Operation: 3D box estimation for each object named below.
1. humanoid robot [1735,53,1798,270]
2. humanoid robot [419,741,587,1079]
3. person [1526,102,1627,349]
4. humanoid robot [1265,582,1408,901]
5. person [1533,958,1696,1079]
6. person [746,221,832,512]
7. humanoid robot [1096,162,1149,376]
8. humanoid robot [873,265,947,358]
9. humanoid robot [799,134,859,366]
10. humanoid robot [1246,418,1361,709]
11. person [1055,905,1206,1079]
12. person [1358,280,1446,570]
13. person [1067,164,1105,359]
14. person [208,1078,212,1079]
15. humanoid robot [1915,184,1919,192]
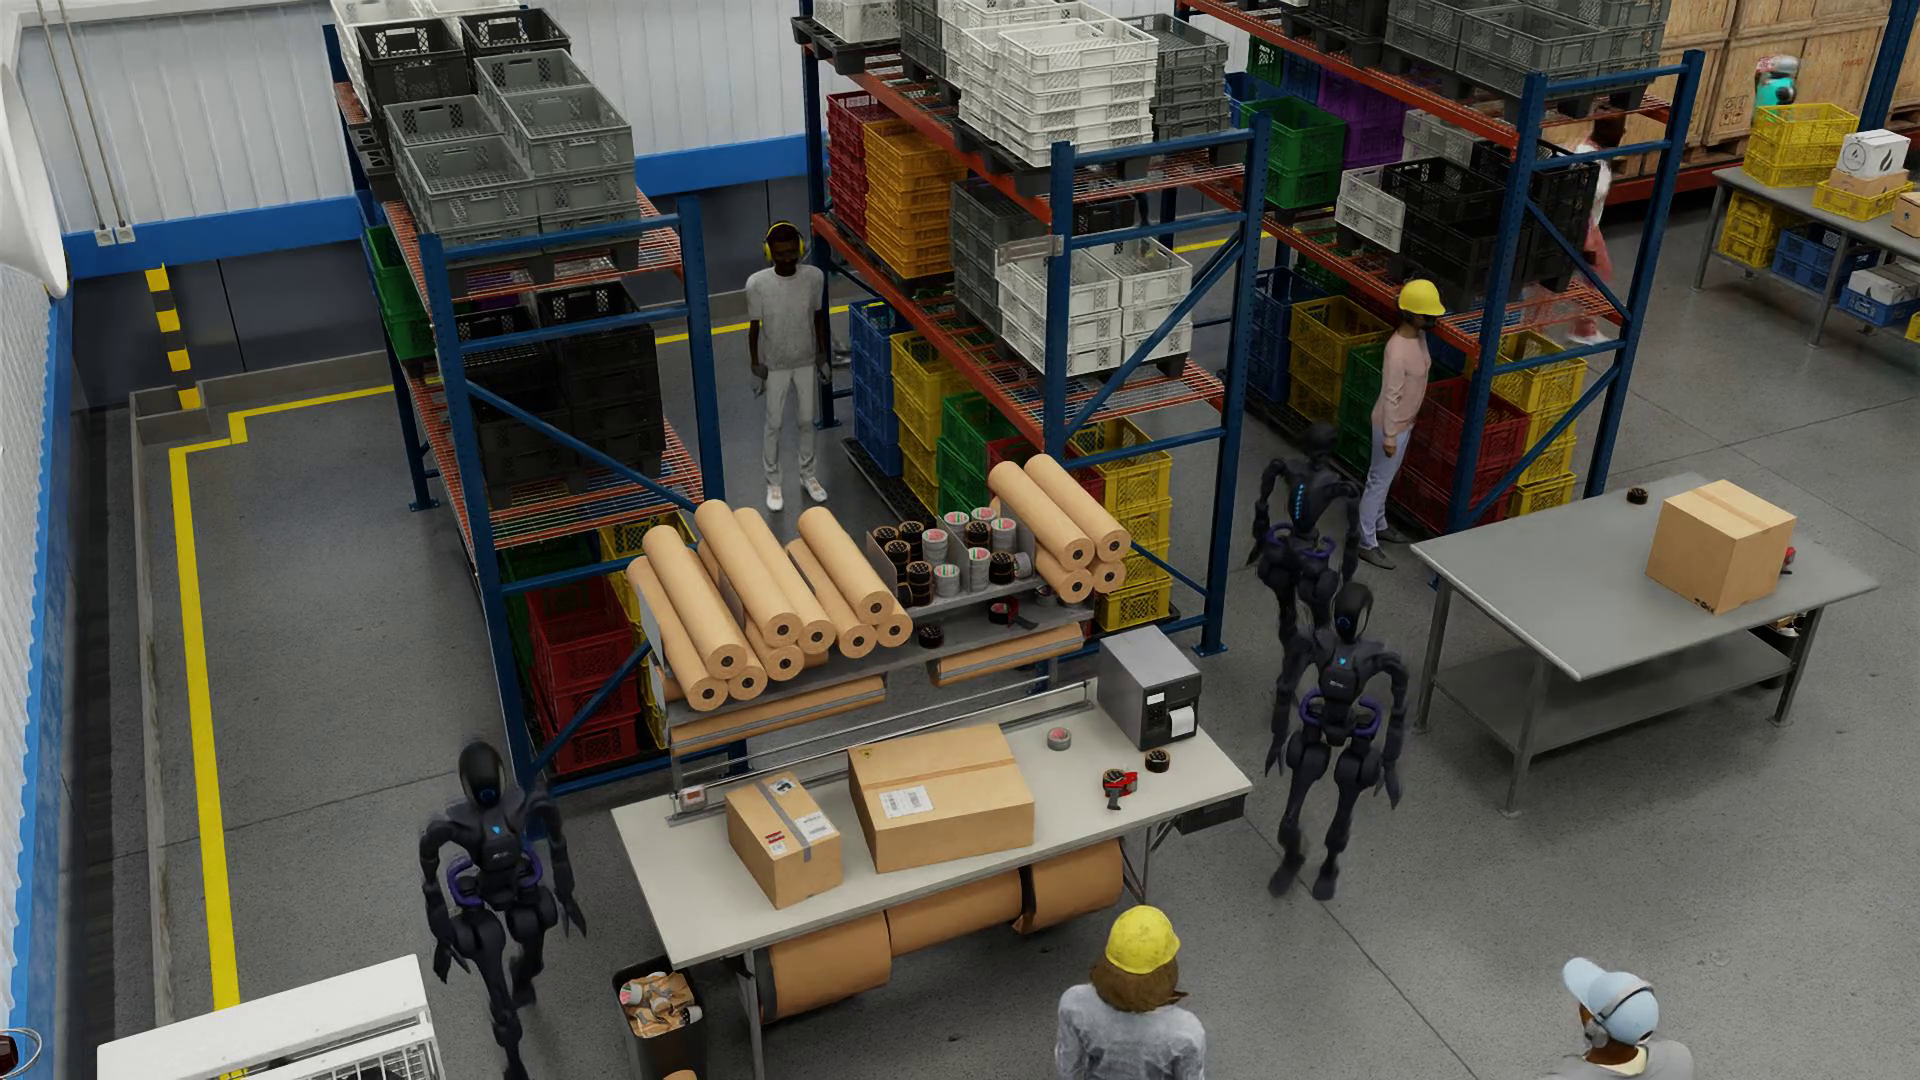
[{"bbox_3d":[6.728,-3.036,13.529,0.795,1.810,0.530,-1,32,-1],"label":"humanoid robot"},{"bbox_3d":[-1.788,1.389,6.423,0.589,1.653,0.721,-17,36,-26],"label":"humanoid robot"},{"bbox_3d":[4.595,-2.222,12.035,0.776,1.893,0.602,17,35,25],"label":"person"},{"bbox_3d":[1.628,0.896,7.175,0.599,1.649,0.363,13,34,20],"label":"humanoid robot"},{"bbox_3d":[1.894,2.017,5.184,0.588,1.852,0.370,-12,34,-18],"label":"person"},{"bbox_3d":[-1.031,-1.063,10.170,0.507,1.871,0.329,-12,34,-19],"label":"person"},{"bbox_3d":[1.107,-1.949,11.788,0.589,1.639,0.512,-7,32,-12],"label":"humanoid robot"},{"bbox_3d":[-0.382,-1.704,11.354,0.584,1.790,0.782,13,34,20],"label":"humanoid robot"},{"bbox_3d":[-1.011,-2.096,11.894,0.693,1.723,0.540,3,32,5],"label":"humanoid robot"},{"bbox_3d":[1.722,0.119,8.456,0.611,1.642,0.563,20,37,29],"label":"humanoid robot"},{"bbox_3d":[0.555,1.895,5.492,0.483,1.737,0.309,11,33,17],"label":"person"},{"bbox_3d":[2.552,-0.685,9.653,0.311,1.768,0.526,15,35,22],"label":"person"},{"bbox_3d":[0.762,-2.128,11.942,0.480,1.818,0.622,-13,34,-20],"label":"person"},{"bbox_3d":[-2.055,2.206,4.694,0.606,2.048,0.367,4,32,6],"label":"person"},{"bbox_3d":[8.281,-3.210,13.809,0.939,1.798,0.559,-5,32,-8],"label":"humanoid robot"}]
